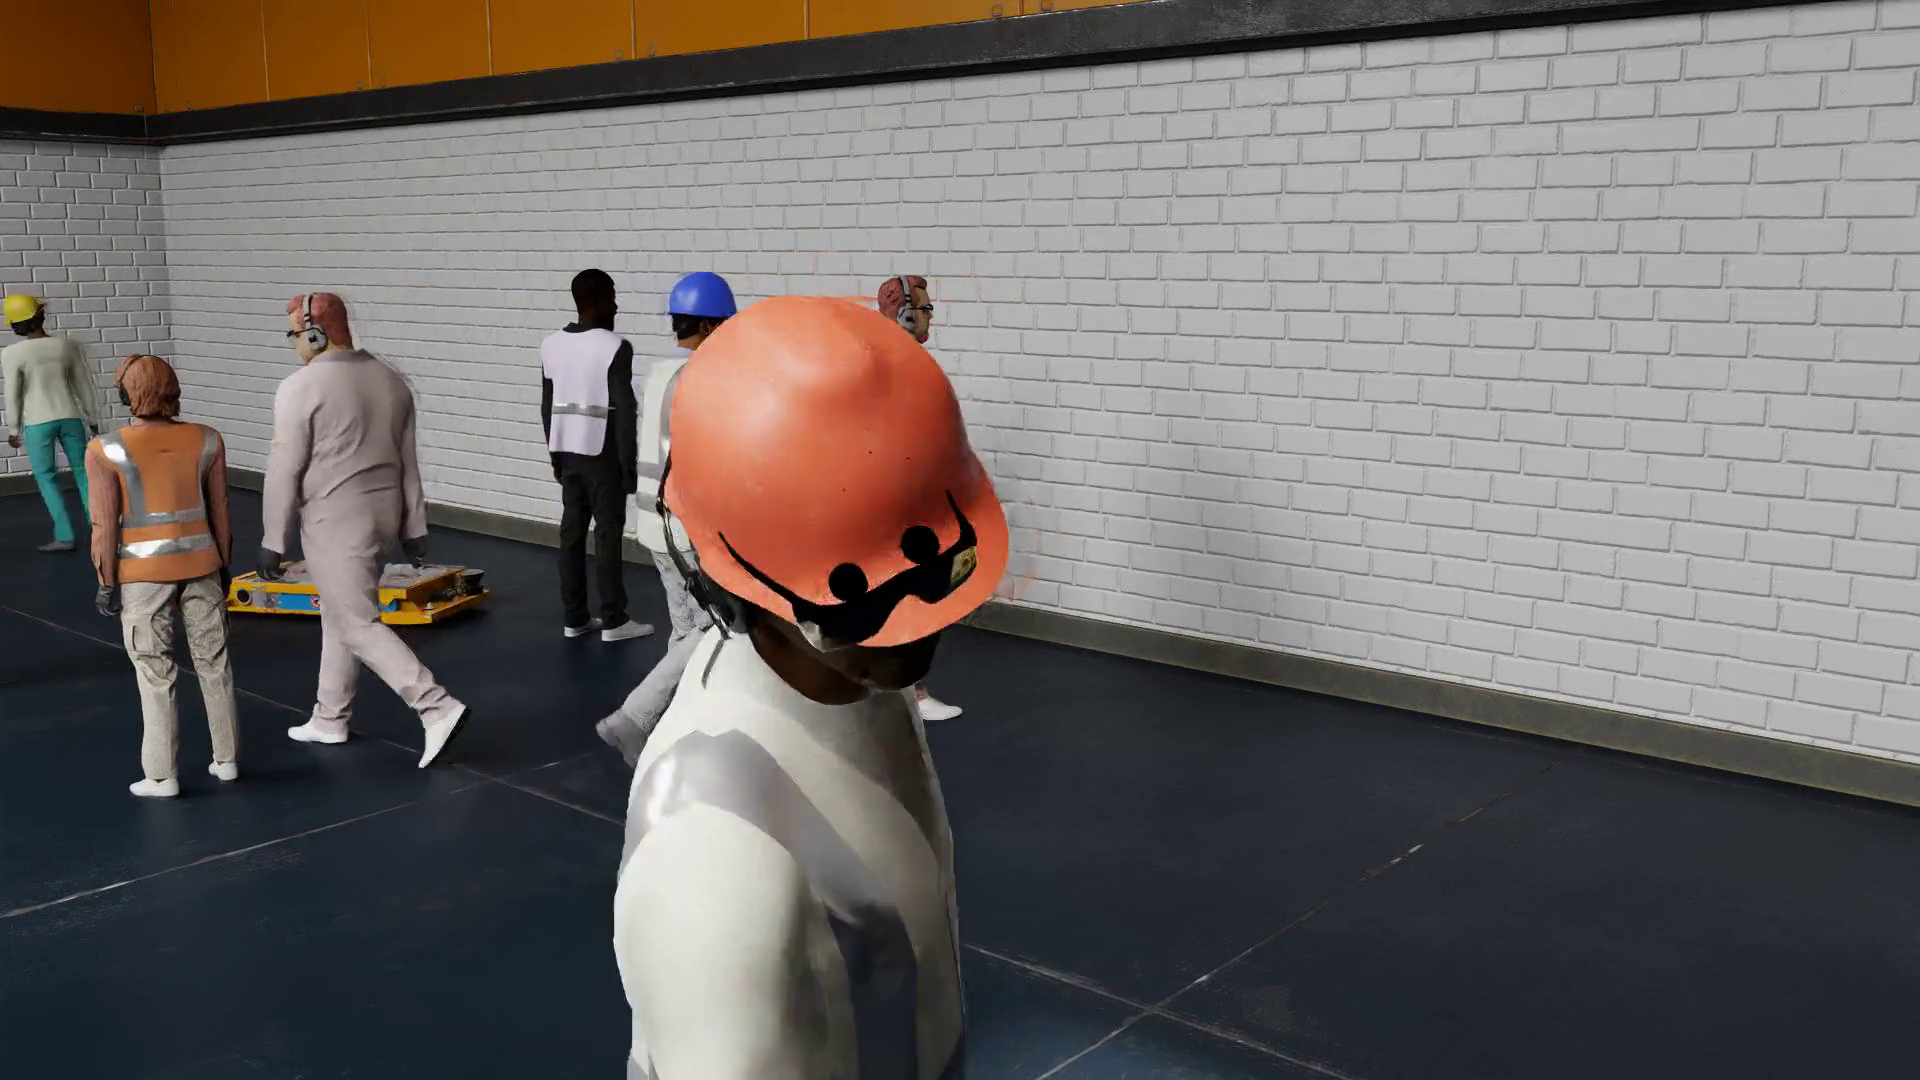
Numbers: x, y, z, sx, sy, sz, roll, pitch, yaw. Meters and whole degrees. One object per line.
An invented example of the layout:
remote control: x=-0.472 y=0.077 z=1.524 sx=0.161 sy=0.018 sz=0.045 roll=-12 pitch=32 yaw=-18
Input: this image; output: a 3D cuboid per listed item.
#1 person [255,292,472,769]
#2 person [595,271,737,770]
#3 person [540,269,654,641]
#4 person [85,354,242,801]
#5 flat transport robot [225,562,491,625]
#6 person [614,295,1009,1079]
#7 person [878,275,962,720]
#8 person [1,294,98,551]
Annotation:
person: x=-2.344 y=-0.041 z=6.545 sx=0.920 sy=1.862 sz=0.644 roll=3 pitch=11 yaw=19
person: x=-1.050 y=-0.031 z=6.246 sx=0.579 sy=1.934 sz=0.650 roll=-4 pitch=11 yaw=-24
person: x=-1.908 y=-0.432 z=8.595 sx=0.590 sy=1.916 sz=0.394 roll=6 pitch=12 yaw=30
person: x=-2.921 y=0.139 z=6.125 sx=0.315 sy=1.641 sz=0.514 roll=8 pitch=13 yaw=40
flat transport robot: x=-3.417 y=0.279 z=9.230 sx=1.431 sy=0.197 sz=0.652 roll=2 pitch=10 yaw=12
person: x=-0.152 y=0.757 z=1.652 sx=0.401 sy=1.988 sz=0.708 roll=0 pitch=10 yaw=1
person: x=-0.236 y=-0.178 z=7.180 sx=0.408 sy=1.908 sz=0.643 roll=-5 pitch=11 yaw=-26
person: x=-6.043 y=-0.781 z=11.154 sx=0.313 sy=1.729 sz=0.672 roll=7 pitch=12 yaw=35
